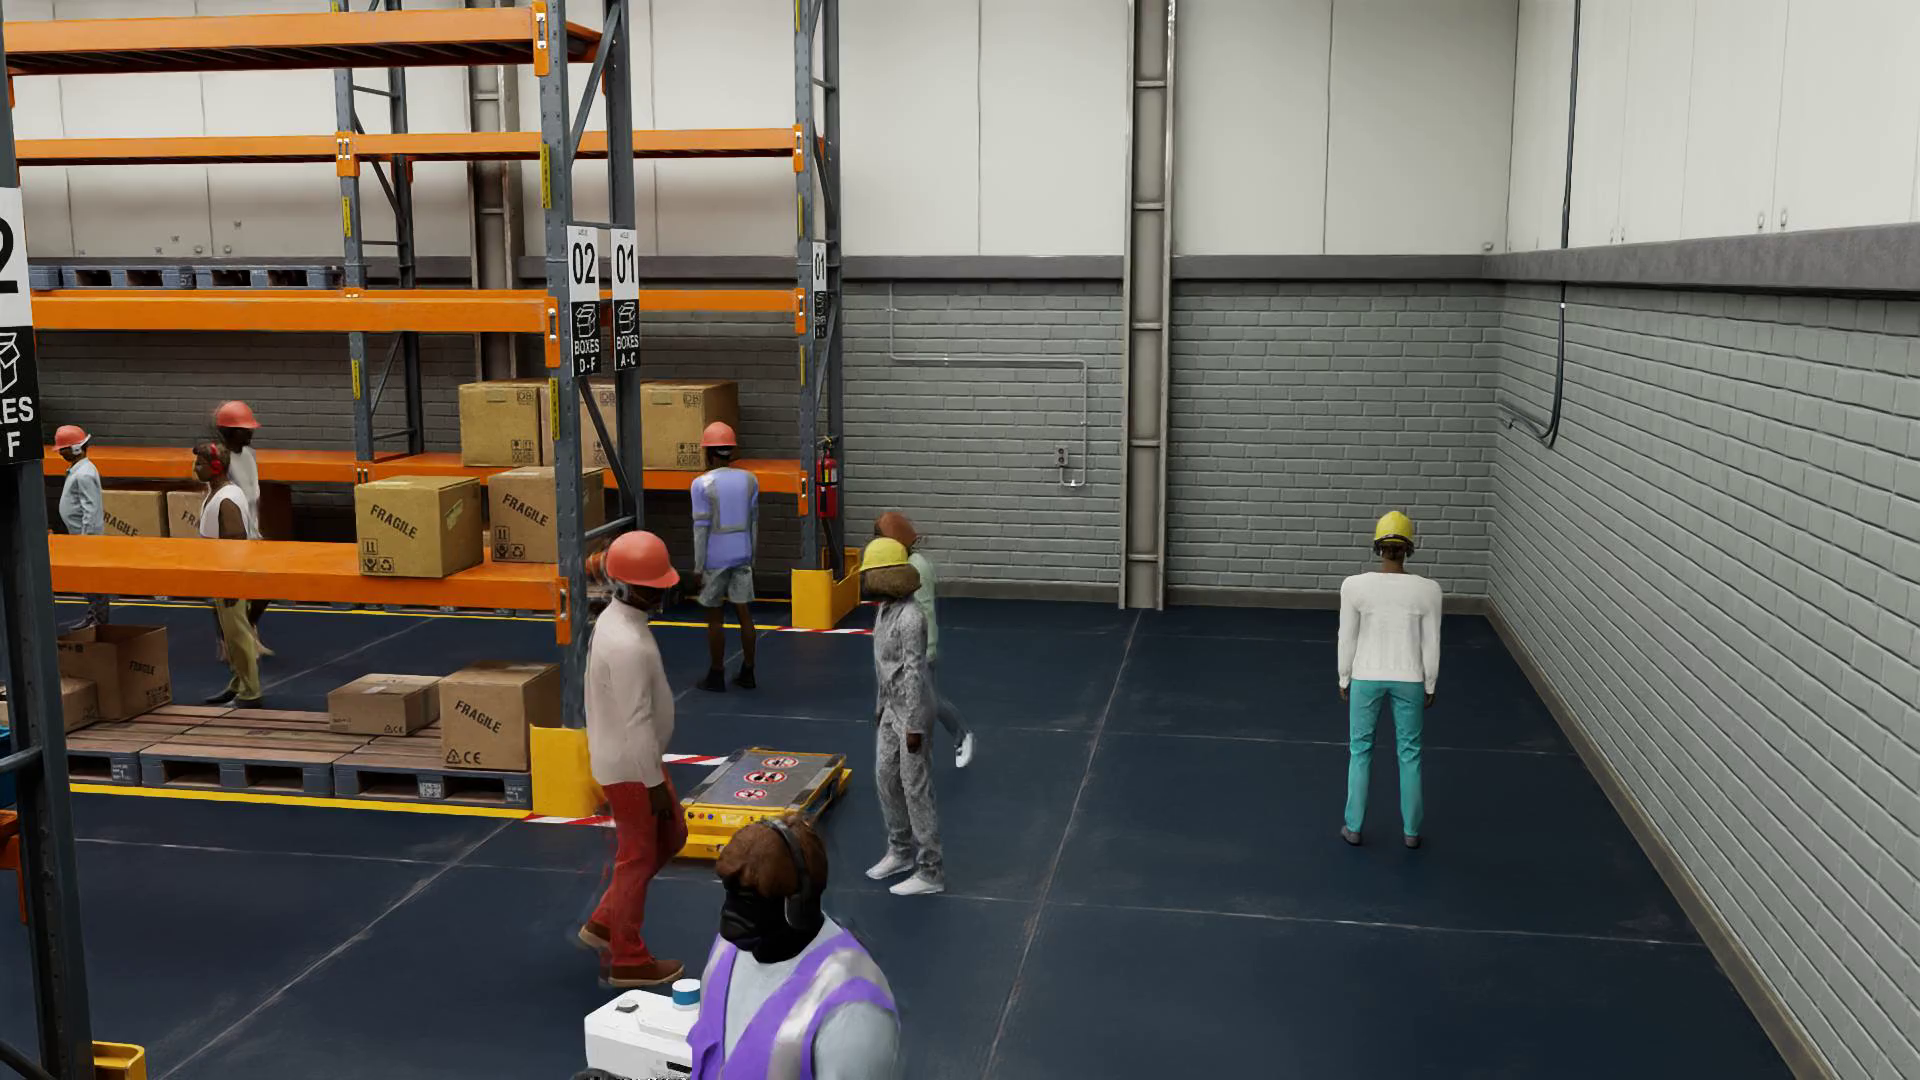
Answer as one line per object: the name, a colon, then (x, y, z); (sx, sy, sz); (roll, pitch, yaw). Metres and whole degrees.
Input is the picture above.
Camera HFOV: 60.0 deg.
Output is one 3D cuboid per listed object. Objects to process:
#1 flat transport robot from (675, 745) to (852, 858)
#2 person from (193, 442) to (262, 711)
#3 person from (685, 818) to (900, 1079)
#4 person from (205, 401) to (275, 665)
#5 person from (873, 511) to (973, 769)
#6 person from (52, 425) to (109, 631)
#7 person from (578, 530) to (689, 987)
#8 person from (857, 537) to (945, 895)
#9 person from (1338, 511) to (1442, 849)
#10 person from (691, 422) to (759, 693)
flat transport robot: (-1.072, 1.405, 9.041); (0.652, 0.197, 1.431); (2, 9, 10)
person: (-4.975, 0.249, 11.343); (0.372, 1.843, 0.570); (-6, 11, -31)
person: (-0.368, 1.490, 3.707); (0.465, 1.824, 0.631); (-7, 12, -39)
person: (-5.431, -0.037, 12.565); (0.524, 2.021, 0.633); (1, 9, 7)
person: (-0.224, 0.604, 9.950); (0.597, 1.589, 0.512); (-7, 11, -35)
person: (-7.219, -0.076, 13.671); (0.336, 1.743, 0.561); (-6, 11, -32)
person: (-1.315, 0.918, 6.830); (0.423, 1.961, 0.609); (-2, 9, -9)
person: (-0.293, 0.842, 8.022); (0.363, 1.725, 0.531); (-3, 10, -19)
person: (2.226, 0.725, 8.674); (0.521, 1.758, 0.343); (2, 9, 10)
person: (-1.685, 0.124, 11.854); (0.549, 1.934, 0.379); (-8, 12, -40)
